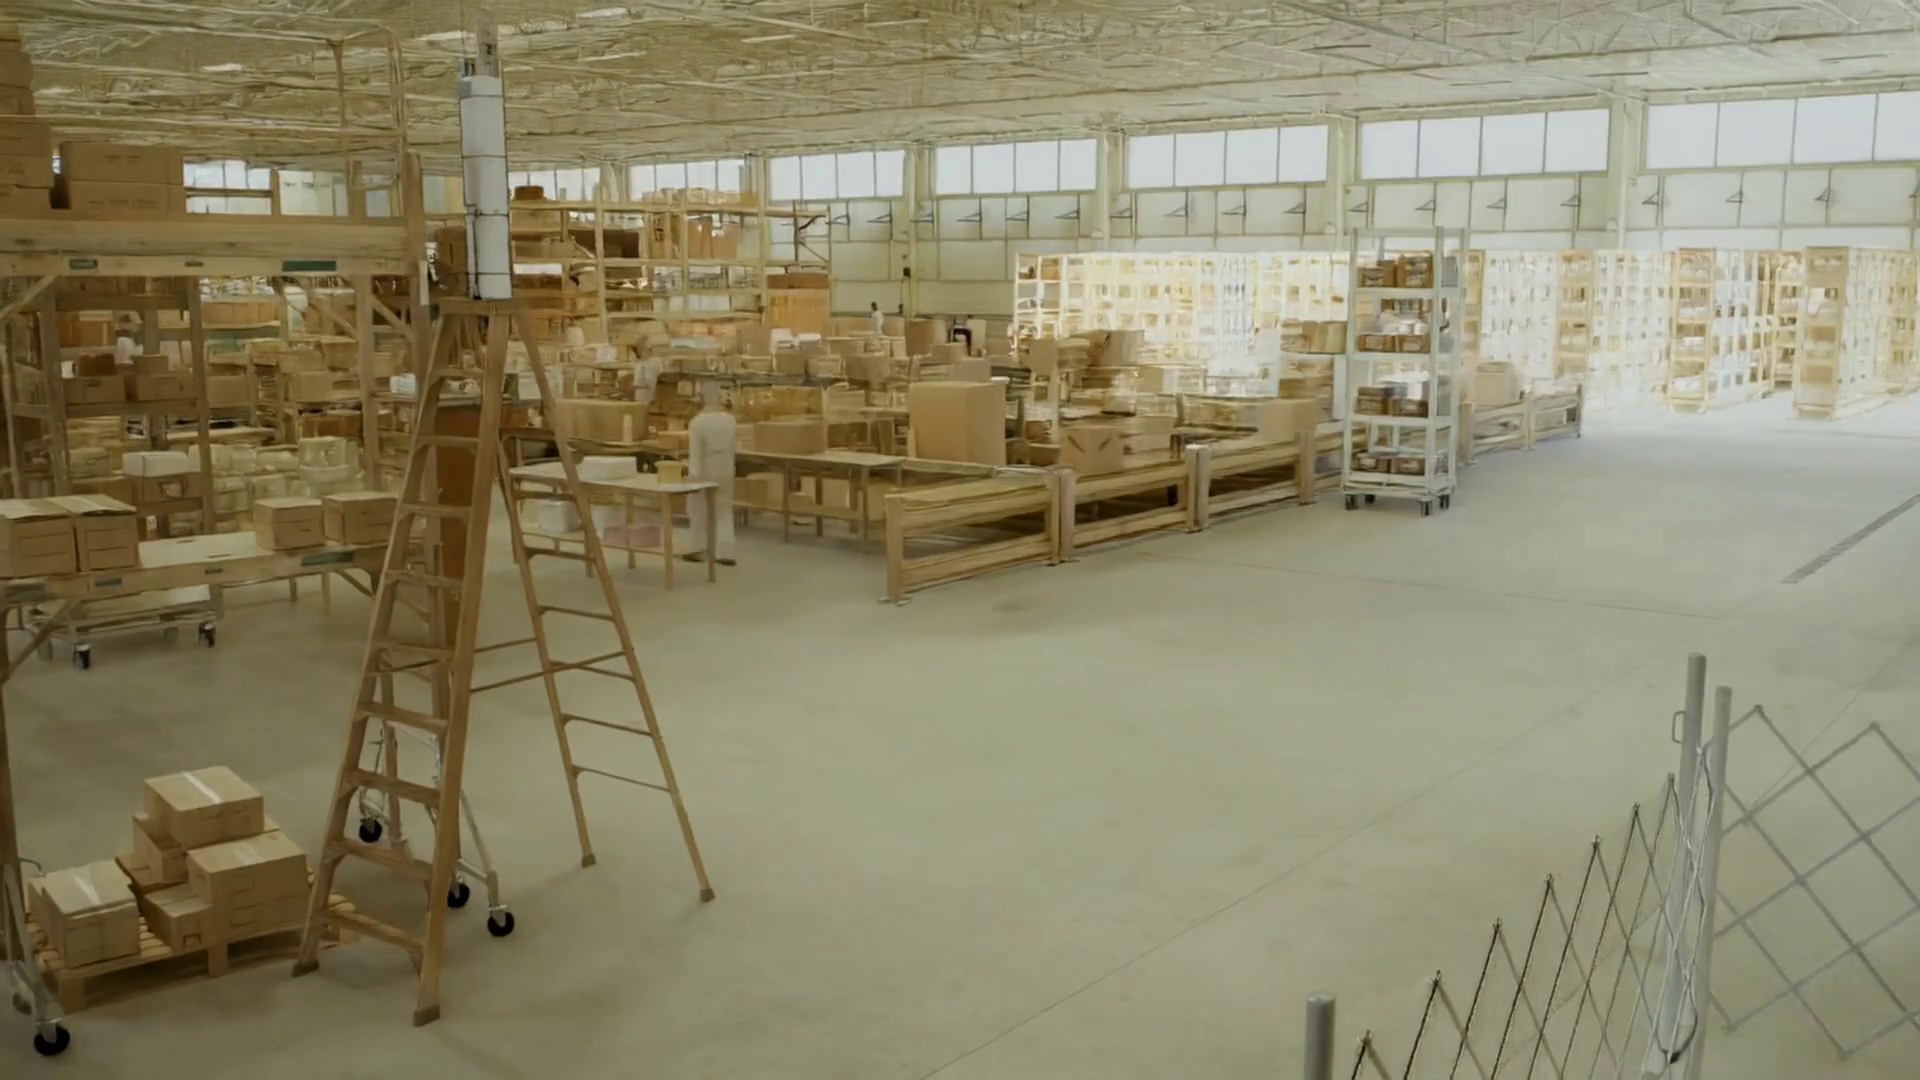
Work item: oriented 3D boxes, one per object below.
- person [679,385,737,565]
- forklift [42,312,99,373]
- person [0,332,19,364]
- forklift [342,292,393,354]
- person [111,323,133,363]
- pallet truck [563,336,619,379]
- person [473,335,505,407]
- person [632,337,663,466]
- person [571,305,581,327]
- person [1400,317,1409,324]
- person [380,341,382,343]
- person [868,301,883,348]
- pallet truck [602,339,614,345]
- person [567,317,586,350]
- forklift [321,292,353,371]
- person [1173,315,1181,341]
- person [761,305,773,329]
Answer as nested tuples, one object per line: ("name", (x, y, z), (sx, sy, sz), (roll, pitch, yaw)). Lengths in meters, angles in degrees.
("person", (-2.656, -0.677, 17.367), (0.755, 1.879, 0.673), (8, 12, 39))
("forklift", (-23.779, -5.451, 44.052), (1.873, 2.768, 1.129), (7, 11, 36))
("person", (-23.749, -4.425, 41.519), (0.280, 1.636, 0.500), (8, 12, 41))
("forklift", (-16.485, -5.622, 45.120), (1.129, 2.768, 1.873), (7, 11, 37))
("person", (-19.527, -4.136, 38.957), (0.560, 1.894, 0.991), (6, 11, 34))
("pallet truck", (-10.690, -5.294, 48.215), (1.601, 1.201, 0.680), (-5, 10, -26))
("person", (-9.306, -3.136, 32.903), (0.606, 1.815, 0.426), (-4, 10, -22))
("person", (-4.971, -2.190, 26.307), (0.393, 2.041, 0.614), (6, 11, 32))
("person", (-14.827, -8.103, 63.917), (0.604, 1.815, 0.641), (7, 11, 35))
("person", (13.868, -6.184, 51.878), (0.589, 1.829, 0.624), (4, 10, 25))
("person", (-17.784, -5.909, 50.387), (0.526, 1.765, 0.329), (-6, 11, -35))
("person", (-3.447, -8.848, 68.340), (0.711, 1.898, 0.394), (5, 10, 29))
("pallet truck", (-8.991, -4.871, 45.351), (0.653, 1.274, 1.630), (7, 11, 37))
("person", (-11.495, -5.826, 49.969), (0.550, 1.726, 0.848), (4, 10, 22))
("forklift", (-17.551, -6.151, 48.418), (1.129, 2.768, 1.873), (7, 11, 37))
("person", (7.325, -6.678, 55.008), (0.614, 1.815, 0.451), (4, 10, 24))
("person", (-6.377, -6.784, 55.130), (0.381, 1.995, 0.611), (3, 10, 19))
